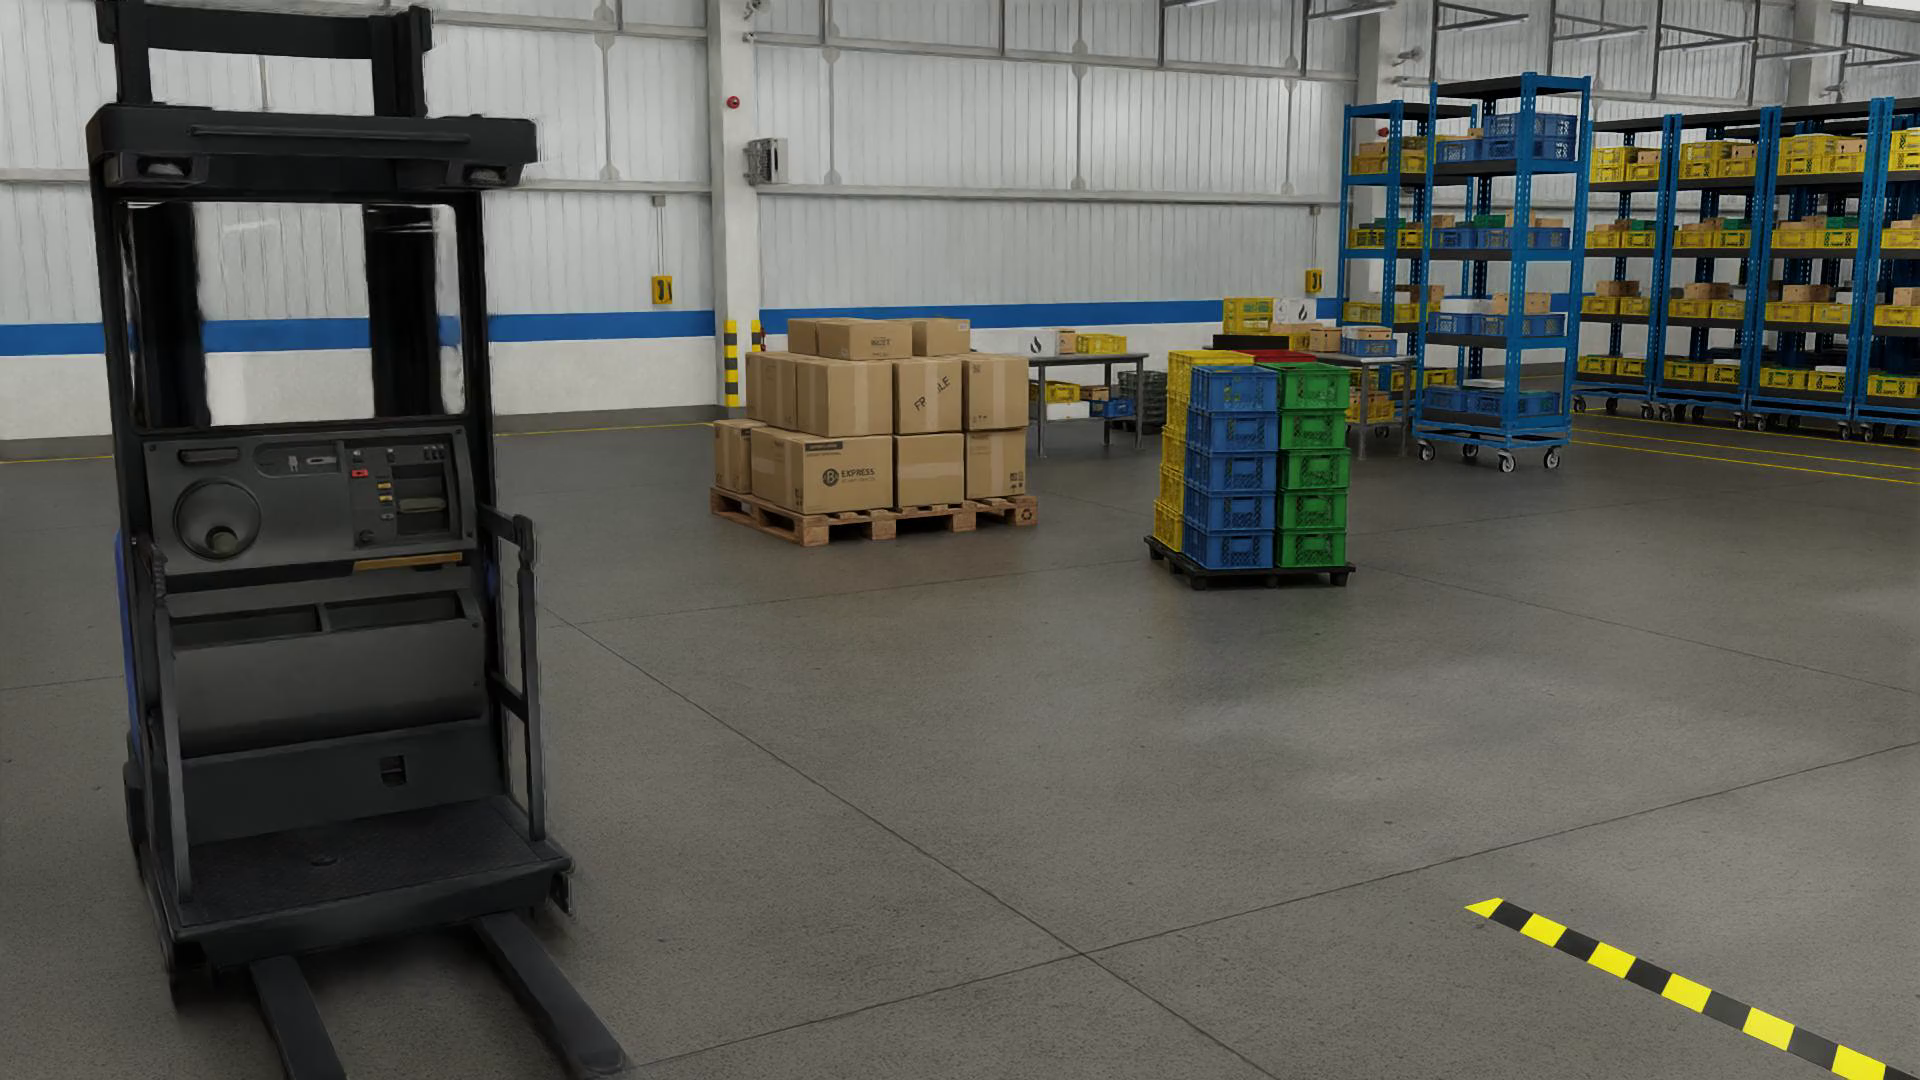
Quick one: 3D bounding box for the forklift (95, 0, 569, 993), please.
[{"bbox_3d":[-2.150,-0.302,5.384,1.129,2.768,1.873,-6,12,-30],"label":"forklift"}]
